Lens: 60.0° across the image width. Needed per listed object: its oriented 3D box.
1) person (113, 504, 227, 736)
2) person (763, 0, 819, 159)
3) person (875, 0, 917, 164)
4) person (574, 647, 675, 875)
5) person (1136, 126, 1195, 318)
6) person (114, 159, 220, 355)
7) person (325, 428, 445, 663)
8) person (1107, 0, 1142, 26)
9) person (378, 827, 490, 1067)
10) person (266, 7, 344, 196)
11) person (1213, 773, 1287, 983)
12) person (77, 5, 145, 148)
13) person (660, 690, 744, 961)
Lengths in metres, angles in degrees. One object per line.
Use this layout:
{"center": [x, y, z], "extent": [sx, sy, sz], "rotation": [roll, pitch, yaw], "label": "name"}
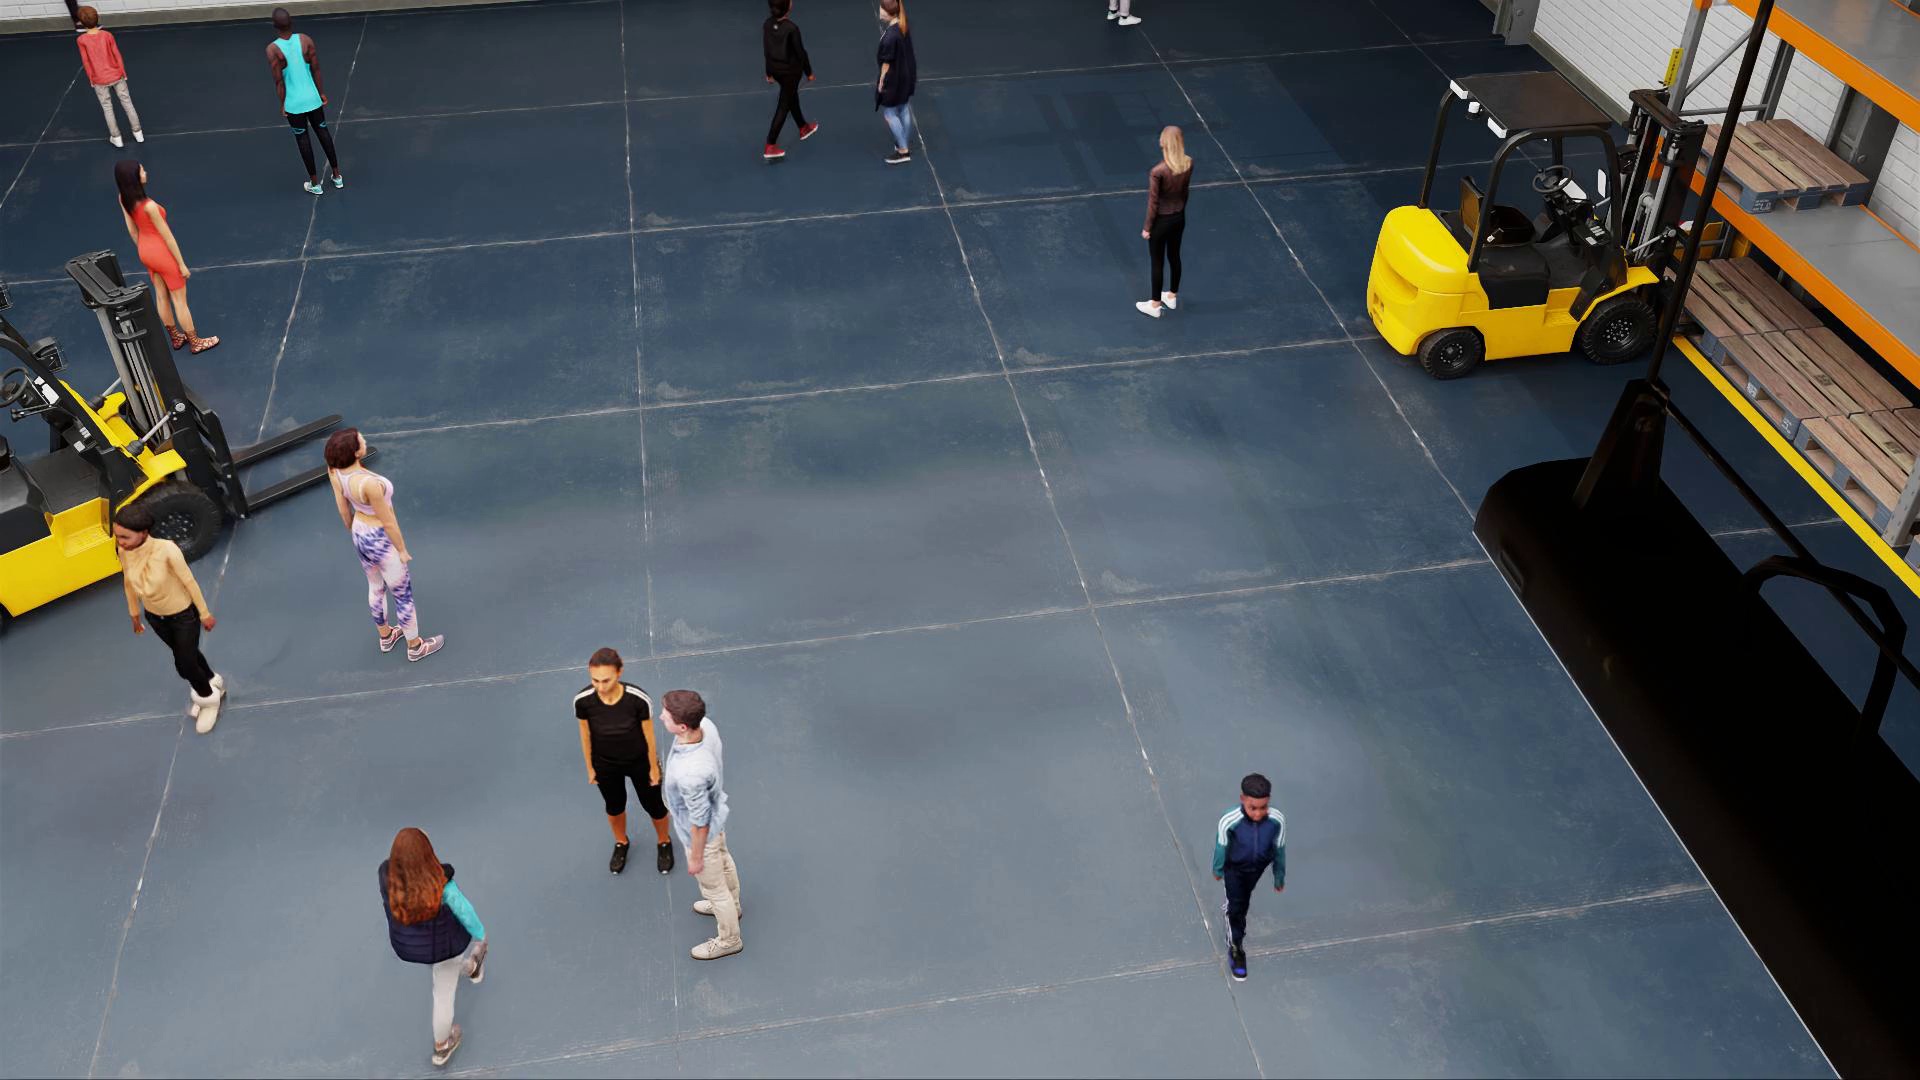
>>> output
{"center": [-4.782, 0.402, 10.204], "extent": [0.743, 1.649, 0.775], "rotation": [9, 39, 11], "label": "person"}
{"center": [-1.762, -4.565, 16.437], "extent": [1.092, 1.632, 1.093], "rotation": [27, 46, 30], "label": "person"}
{"center": [-0.596, -4.587, 16.423], "extent": [0.827, 1.683, 0.745], "rotation": [31, 48, 33], "label": "person"}
{"center": [-1.847, 1.206, 9.184], "extent": [0.620, 1.666, 0.586], "rotation": [1, 39, 1], "label": "person"}
{"center": [1.747, -2.689, 14.029], "extent": [0.677, 1.705, 0.666], "rotation": [-26, 46, -29], "label": "person"}
{"center": [-6.511, -2.299, 13.529], "extent": [0.669, 1.719, 0.702], "rotation": [17, 42, 20], "label": "person"}
{"center": [-3.705, 0.021, 10.587], "extent": [0.673, 1.767, 0.711], "rotation": [18, 42, 22], "label": "person"}
{"center": [1.907, -6.909, 19.206], "extent": [0.804, 1.839, 0.613], "rotation": [-19, 42, -22], "label": "person"}
{"center": [-2.653, 2.048, 8.290], "extent": [0.822, 1.466, 1.026], "rotation": [9, 39, 11], "label": "person"}
{"center": [-6.244, -4.171, 15.800], "extent": [0.676, 1.811, 0.675], "rotation": [-28, 46, -30], "label": "person"}
{"center": [1.531, 1.680, 8.937], "extent": [0.547, 1.233, 0.824], "rotation": [-5, 39, -6], "label": "person"}
{"center": [-8.587, -4.674, 16.747], "extent": [0.572, 1.415, 0.572], "rotation": [-21, 43, -24], "label": "person"}
{"center": [-1.341, 1.481, 8.695], "extent": [0.738, 1.846, 0.511], "rotation": [-2, 39, -2], "label": "person"}
